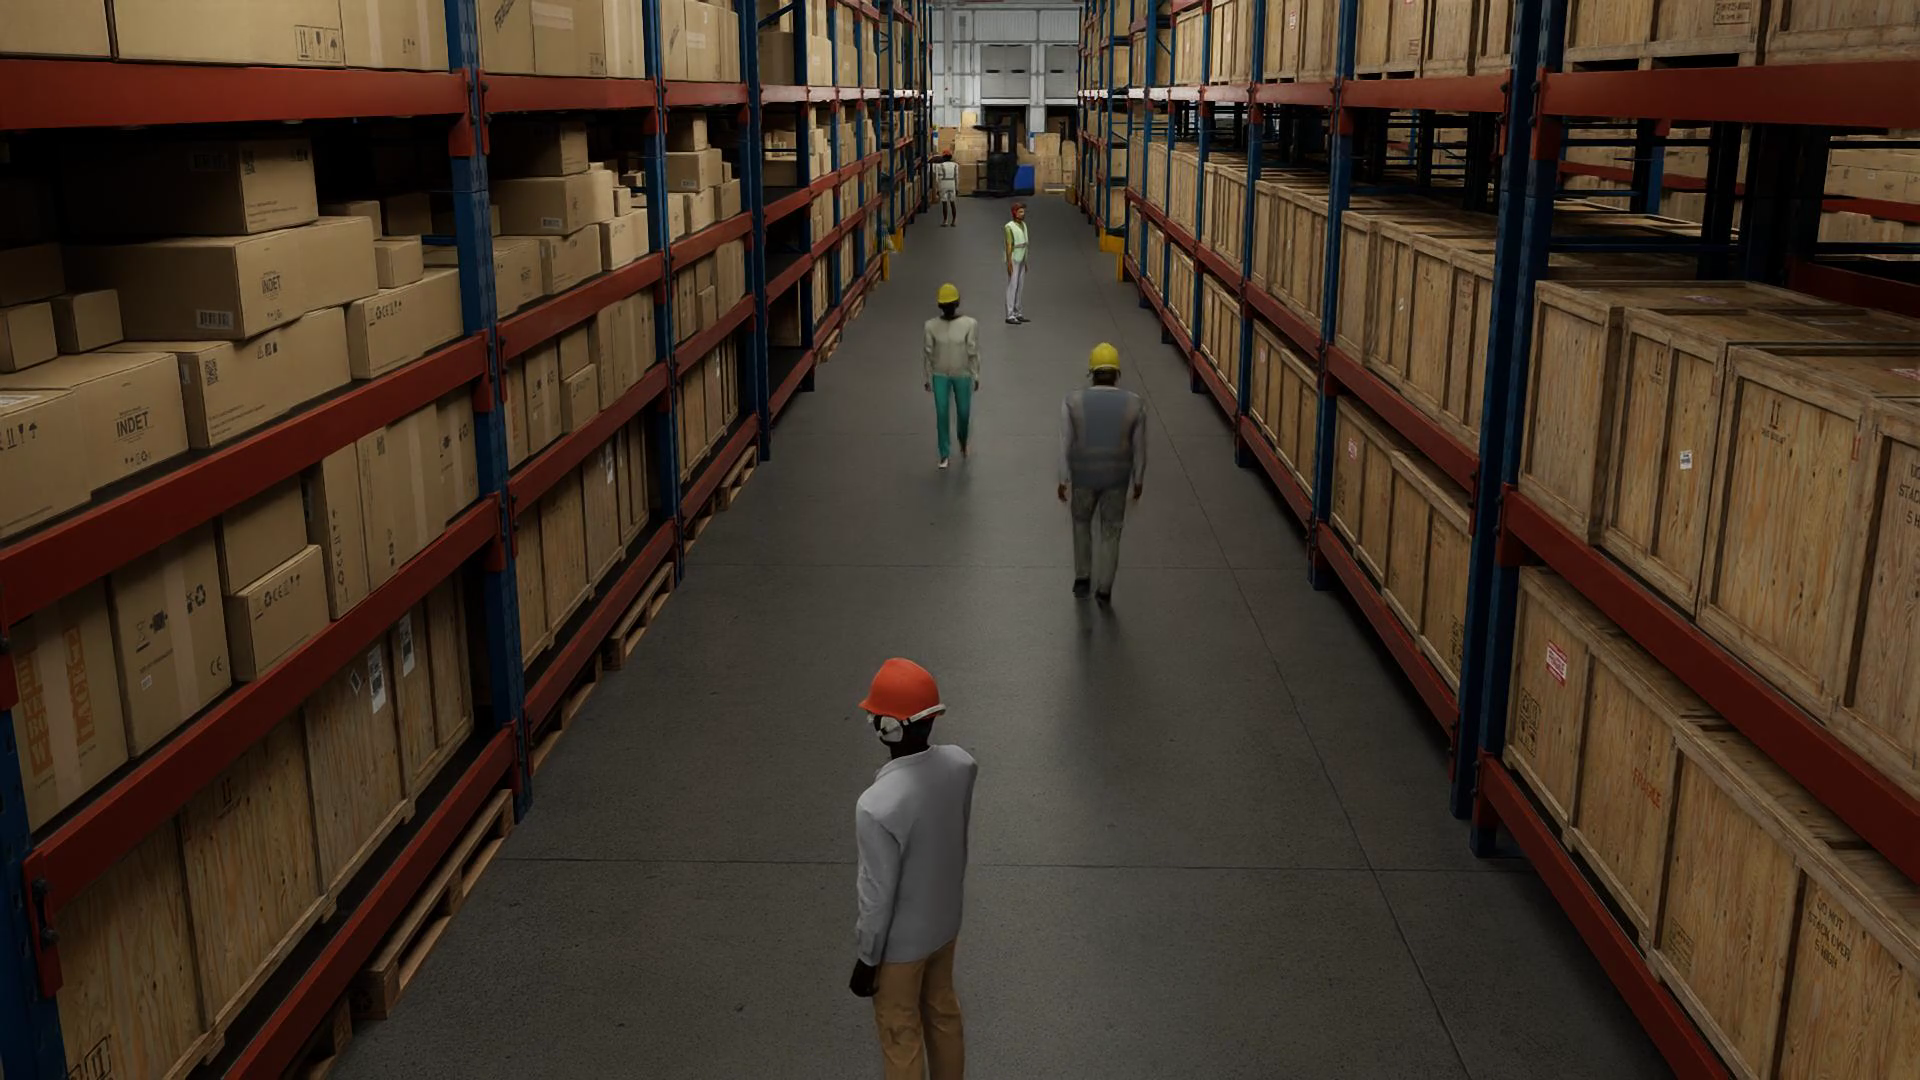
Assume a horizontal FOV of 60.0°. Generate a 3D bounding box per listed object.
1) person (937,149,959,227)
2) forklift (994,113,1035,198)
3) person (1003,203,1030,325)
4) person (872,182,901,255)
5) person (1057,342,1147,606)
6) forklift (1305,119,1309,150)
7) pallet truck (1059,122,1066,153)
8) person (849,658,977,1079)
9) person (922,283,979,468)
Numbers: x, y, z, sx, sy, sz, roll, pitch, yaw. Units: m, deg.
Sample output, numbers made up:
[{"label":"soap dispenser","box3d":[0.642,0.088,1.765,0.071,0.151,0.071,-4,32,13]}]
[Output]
[{"label":"person","box3d":[-0.338,-9.334,44.110,0.613,2.041,0.393,-7,16,-24]},{"label":"forklift","box3d":[1.567,-13.037,56.297,1.873,2.768,1.129,-13,20,-39]},{"label":"person","box3d":[0.861,-4.255,25.582,0.376,1.844,0.573,8,17,26]},{"label":"person","box3d":[-1.768,-7.018,36.377,0.882,1.594,0.513,-2,15,-7]},{"label":"person","box3d":[0.982,-0.471,11.556,0.620,1.816,0.609,1,15,2]},{"label":"forklift","box3d":[9.017,-9.599,43.506,1.873,2.768,1.129,0,15,2]},{"label":"pallet truck","box3d":[5.788,-21.111,88.014,1.885,1.965,0.823,5,16,18]},{"label":"person","box3d":[-0.173,1.222,5.380,0.329,1.750,0.573,9,18,31]},{"label":"person","box3d":[-0.086,-1.556,15.721,0.539,1.750,0.419,1,15,5]}]
